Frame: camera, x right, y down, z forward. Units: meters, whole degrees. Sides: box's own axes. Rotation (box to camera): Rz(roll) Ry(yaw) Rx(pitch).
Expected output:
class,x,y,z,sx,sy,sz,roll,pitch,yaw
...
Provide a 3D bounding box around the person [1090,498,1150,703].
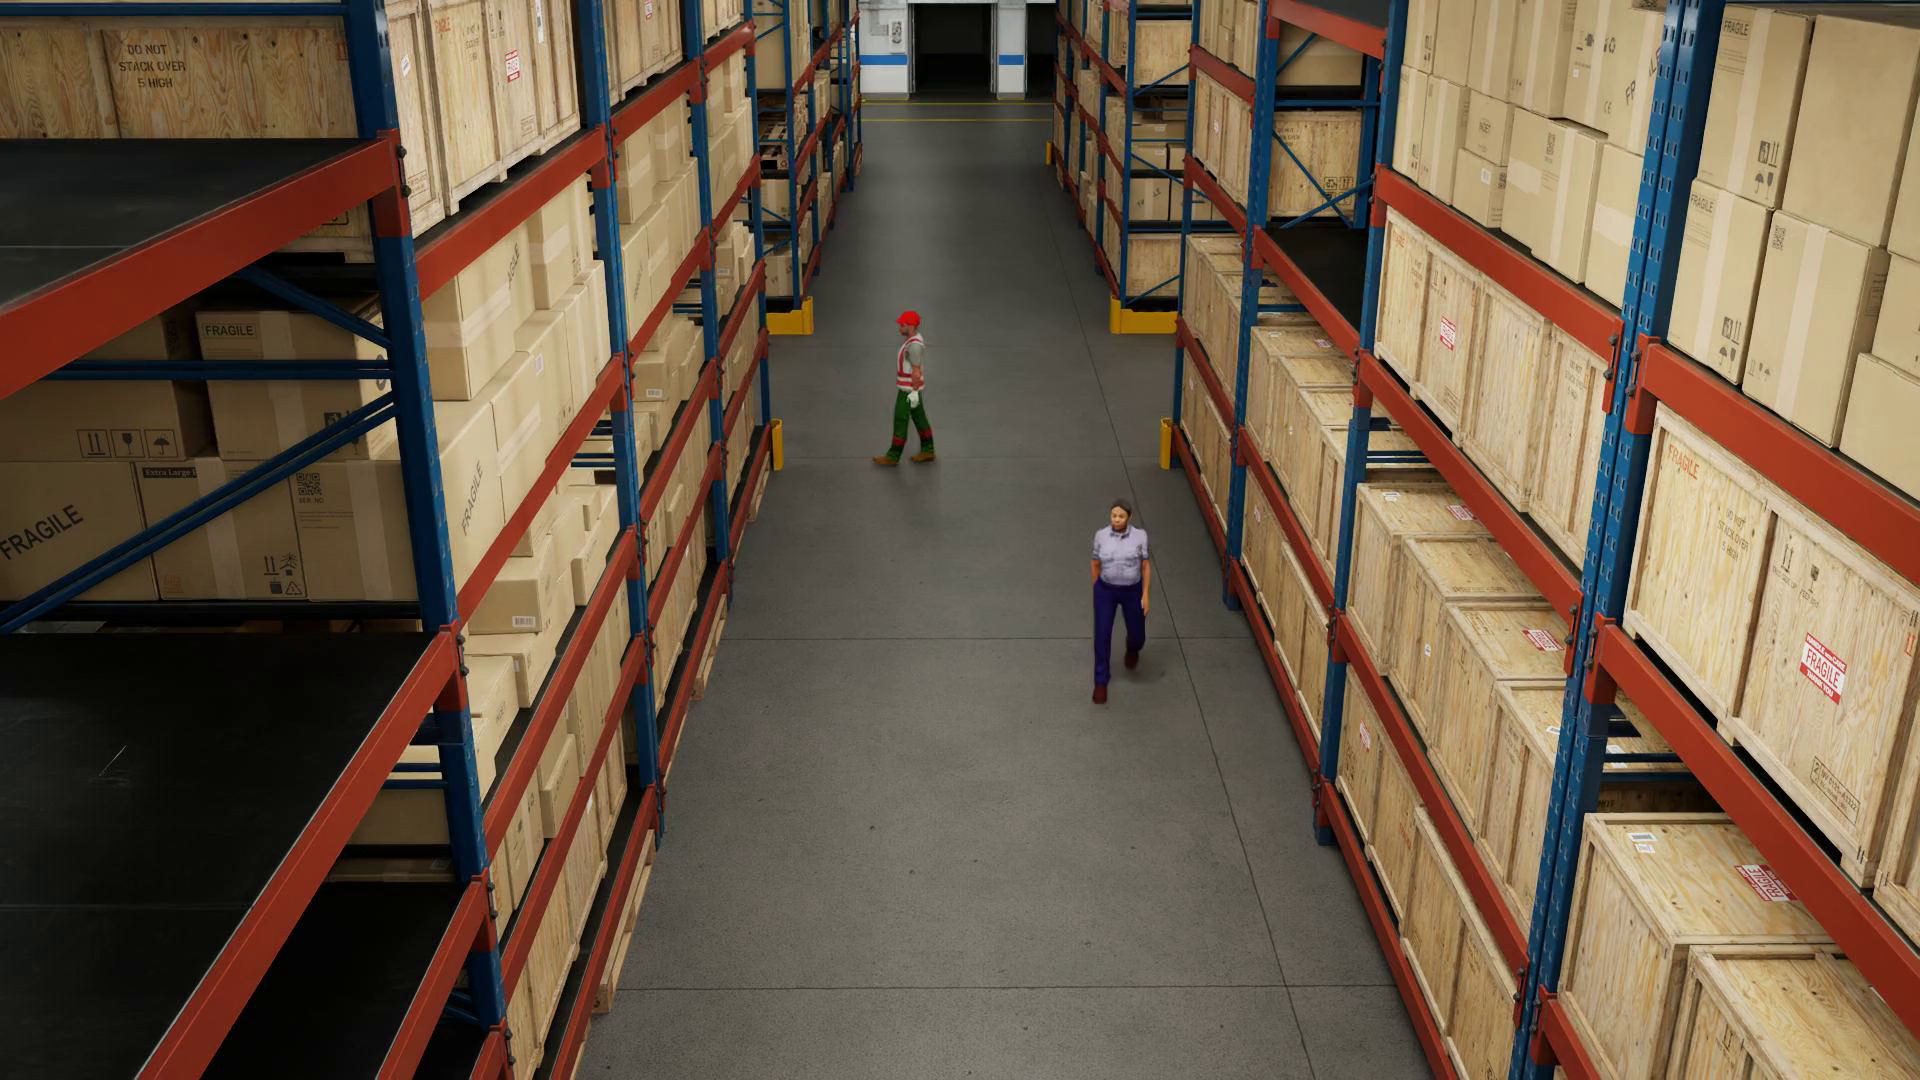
class,x,y,z,sx,sy,sz,roll,pitch,yaw
person,1.300,0.441,13.548,0.492,1.647,0.726,2,22,6

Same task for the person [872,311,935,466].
class,x,y,z,sx,sy,sz,roll,pitch,yaw
person,-0.648,-1.720,18.838,0.721,1.784,0.531,0,22,-1

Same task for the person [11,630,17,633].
class,x,y,z,sx,sy,sz,roll,pitch,yaw
person,-6.978,1.041,12.002,0.502,1.689,0.522,-8,23,-20
